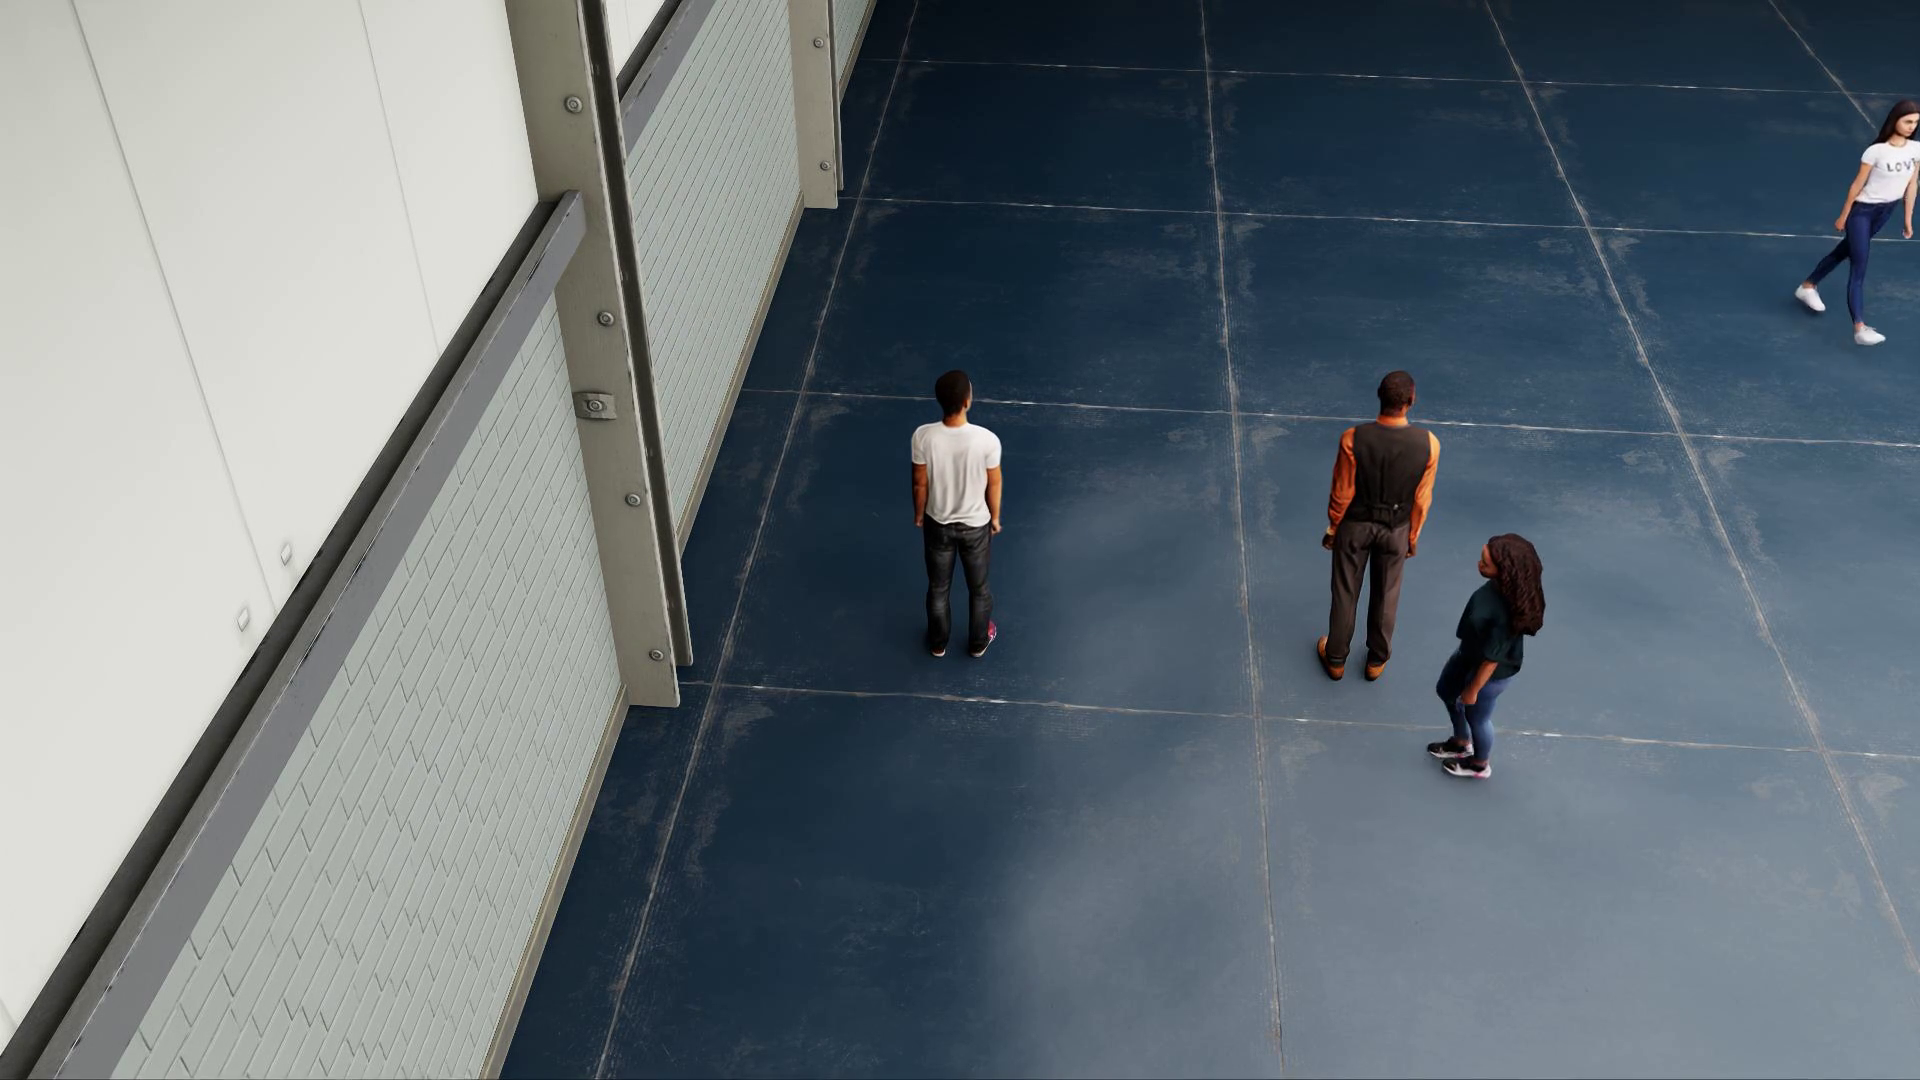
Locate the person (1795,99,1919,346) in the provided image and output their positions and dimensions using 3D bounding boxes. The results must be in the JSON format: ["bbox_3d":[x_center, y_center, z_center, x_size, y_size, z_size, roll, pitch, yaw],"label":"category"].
[{"bbox_3d":[6.421,-2.324,11.889,0.908,1.720,1.240,-11,39,-14],"label":"person"}]

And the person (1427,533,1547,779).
[{"bbox_3d":[2.691,0.632,8.207,0.695,1.601,0.578,10,39,13],"label":"person"}]

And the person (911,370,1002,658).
[{"bbox_3d":[-0.019,-0.114,9.000,0.630,1.800,0.529,4,38,5],"label":"person"}]

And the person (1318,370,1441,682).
[{"bbox_3d":[2.199,-0.049,8.830,0.680,1.906,0.587,4,38,5],"label":"person"}]
